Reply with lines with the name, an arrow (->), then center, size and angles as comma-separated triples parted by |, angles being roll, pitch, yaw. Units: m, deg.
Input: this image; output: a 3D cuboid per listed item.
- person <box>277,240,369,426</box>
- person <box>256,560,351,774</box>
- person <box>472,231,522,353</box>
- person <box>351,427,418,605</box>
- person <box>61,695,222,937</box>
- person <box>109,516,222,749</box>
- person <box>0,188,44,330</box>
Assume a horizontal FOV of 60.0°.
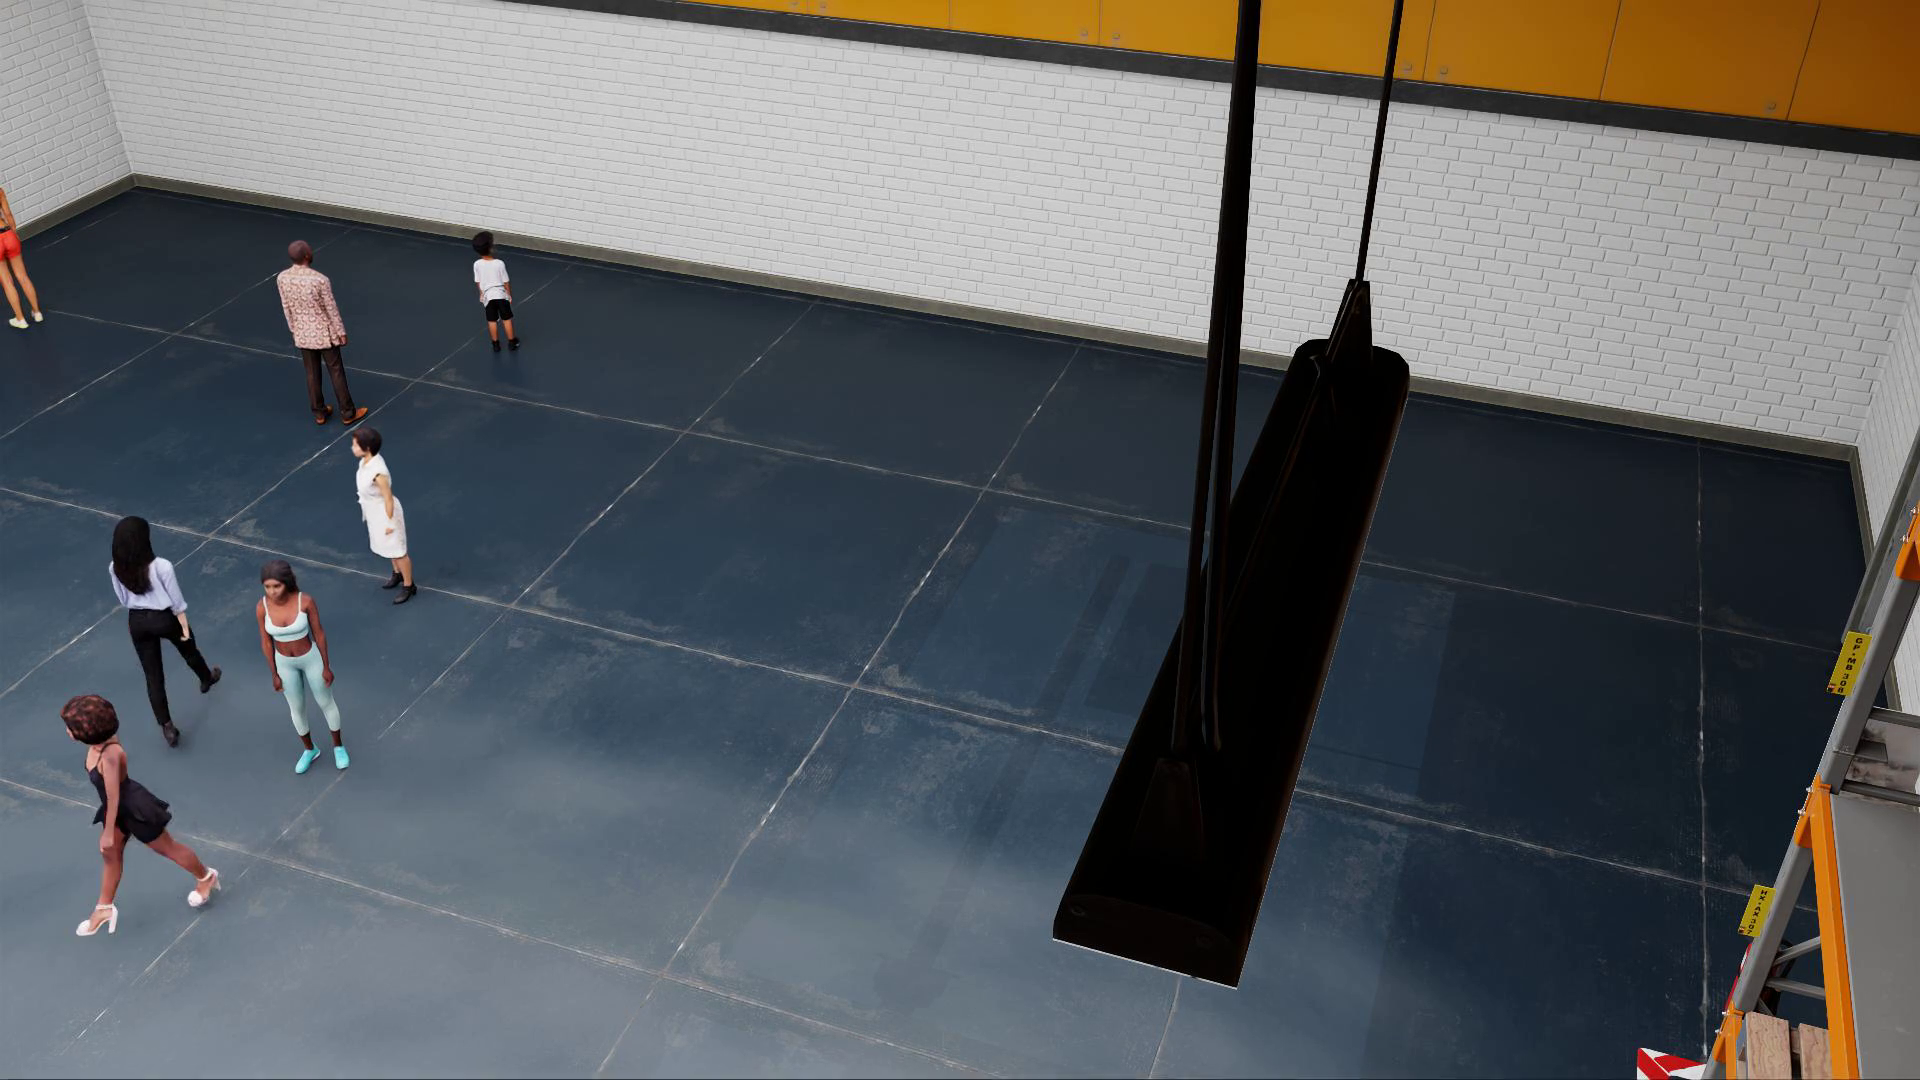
person -> -5.969, -1.917, 15.427 | 0.737, 1.807, 0.652 | 5, 34, 7
person -> -4.488, 0.854, 11.334 | 0.647, 1.724, 0.669 | -6, 34, -8
person -> -4.705, -2.502, 16.805 | 0.562, 1.257, 0.596 | -3, 34, -4
person -> -4.532, -0.213, 13.093 | 0.686, 1.555, 0.643 | -19, 38, -26
person -> -4.949, 1.645, 10.129 | 1.132, 1.742, 0.886 | -26, 42, -34
person -> -5.628, 0.682, 11.615 | 0.948, 1.700, 1.181 | -3, 34, -5
person -> -9.898, -3.053, 17.153 | 0.704, 1.789, 0.564 | 23, 40, 30
